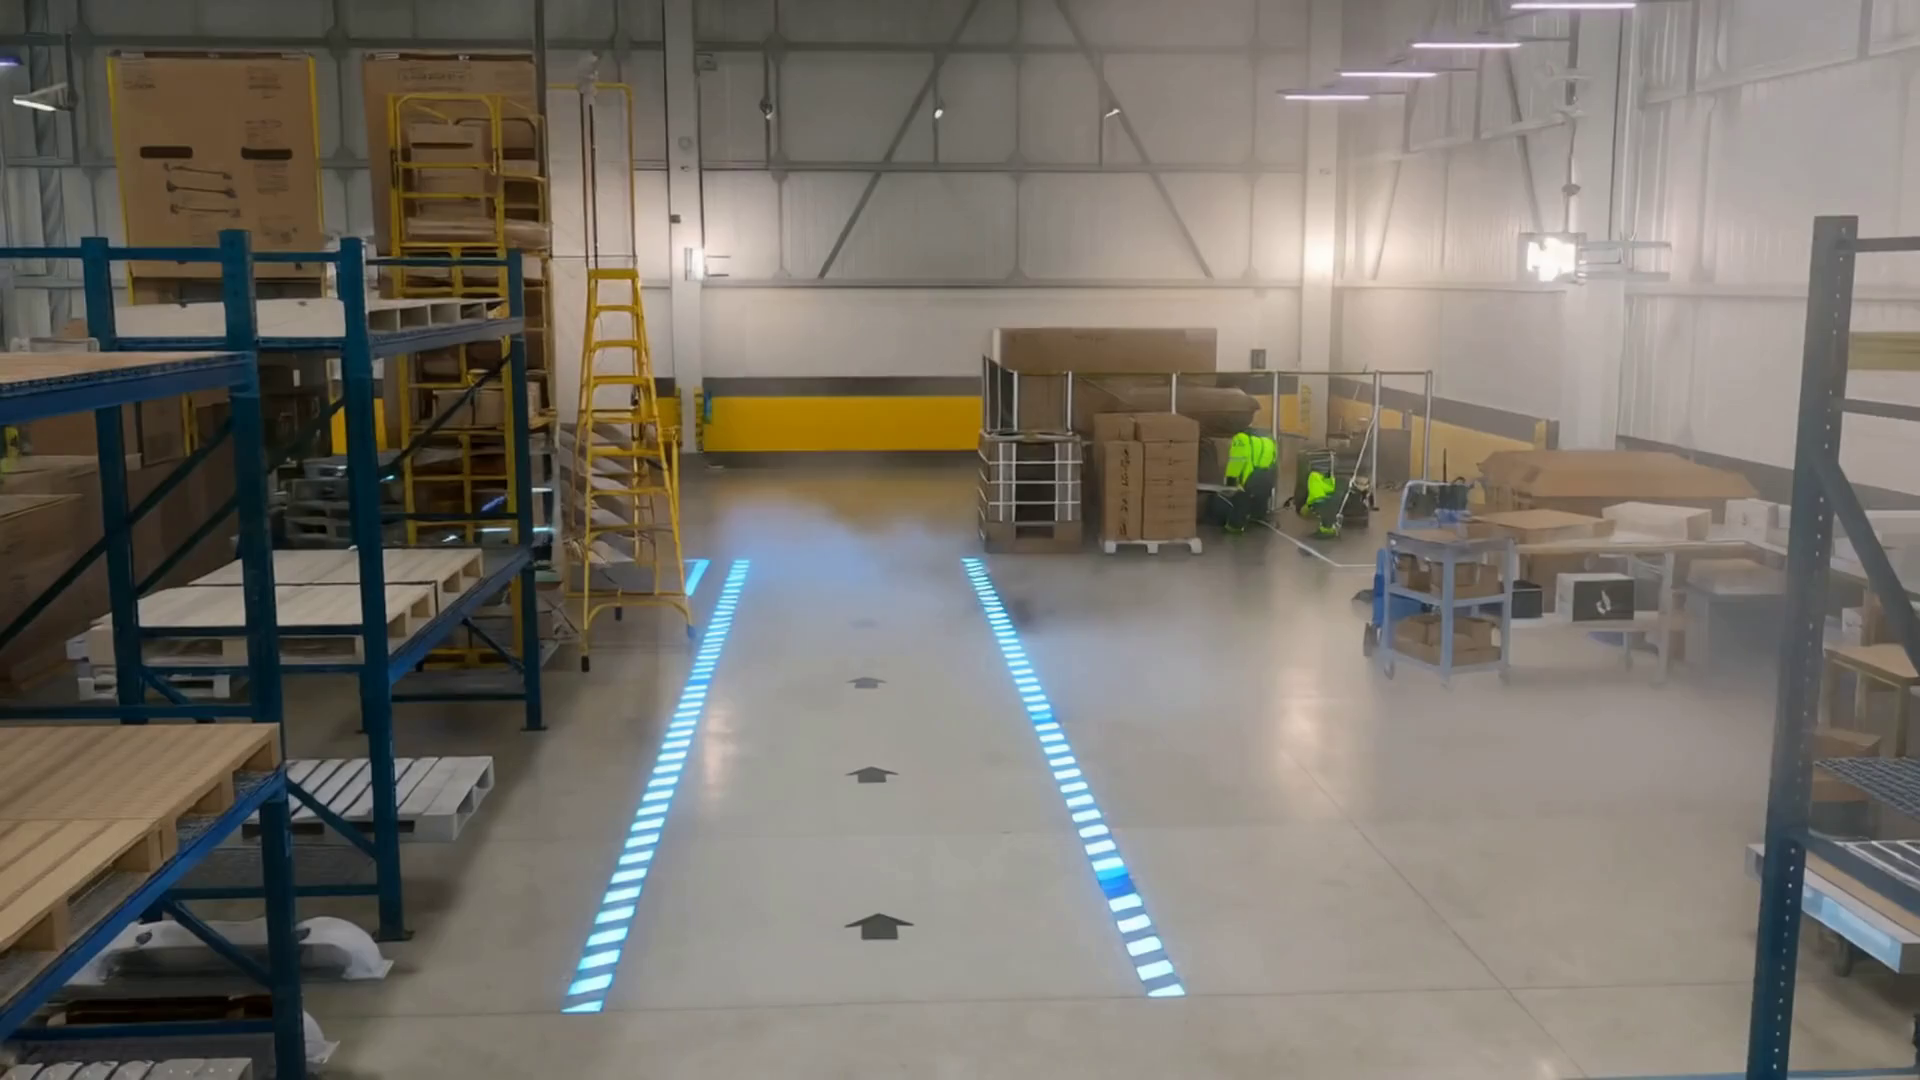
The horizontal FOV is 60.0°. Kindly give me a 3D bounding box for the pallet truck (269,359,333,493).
[{"bbox_3d":[-7.062,-1.131,18.996,1.885,1.965,0.823,2,9,13],"label":"pallet truck"}]

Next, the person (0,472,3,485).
[{"bbox_3d":[-13.401,-1.676,22.655,0.543,1.928,0.392,2,9,13],"label":"person"}]
